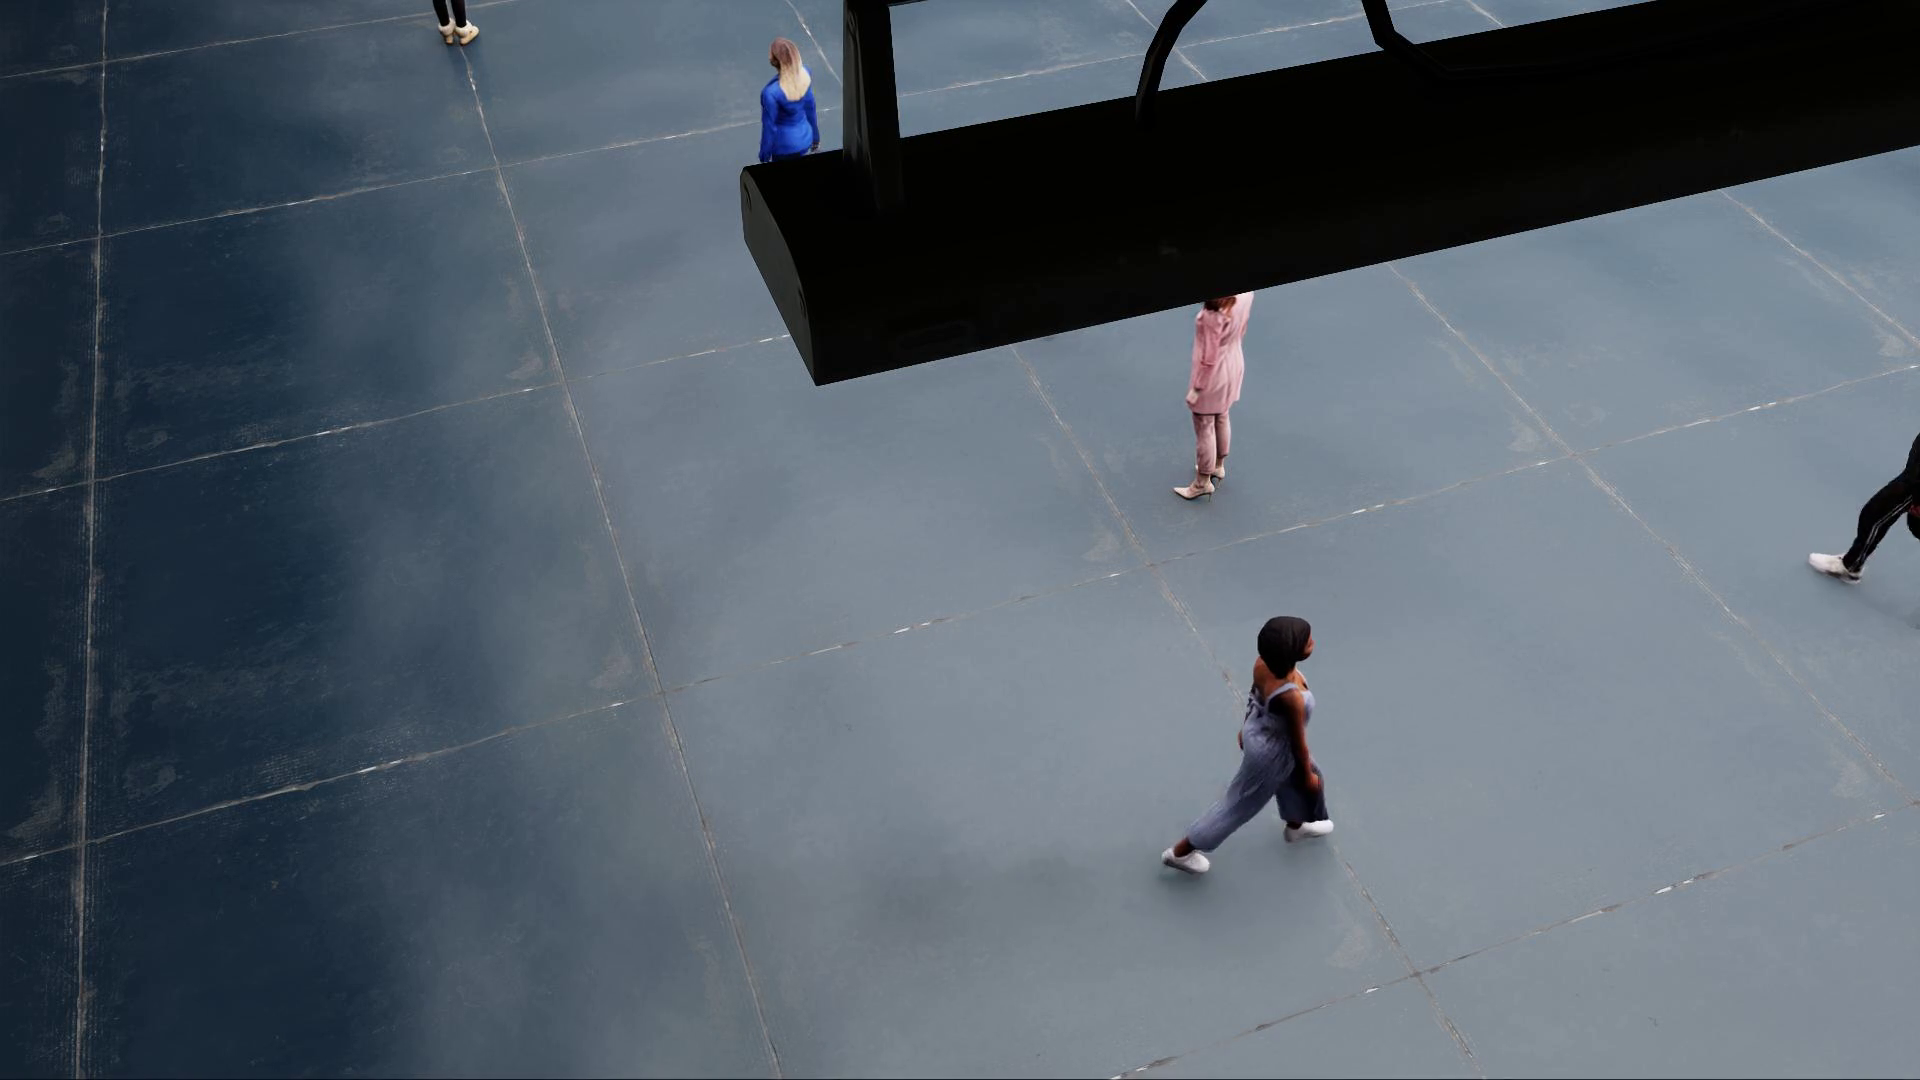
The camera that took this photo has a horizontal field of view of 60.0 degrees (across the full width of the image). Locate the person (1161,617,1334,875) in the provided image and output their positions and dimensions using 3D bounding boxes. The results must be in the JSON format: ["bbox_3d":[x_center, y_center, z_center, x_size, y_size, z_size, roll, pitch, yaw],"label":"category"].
[{"bbox_3d":[1.375,1.020,7.846,0.836,1.655,1.132,-3,43,-4],"label":"person"}]

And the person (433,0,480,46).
[{"bbox_3d":[-4.507,-5.067,14.362,0.645,1.660,0.694,-5,43,-5],"label":"person"}]

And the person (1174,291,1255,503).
[{"bbox_3d":[1.530,-0.979,9.879,0.696,1.803,0.689,28,50,27],"label":"person"}]

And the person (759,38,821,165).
[{"bbox_3d":[-1.121,-2.758,11.868,0.825,1.688,0.775,23,48,23],"label":"person"}]
